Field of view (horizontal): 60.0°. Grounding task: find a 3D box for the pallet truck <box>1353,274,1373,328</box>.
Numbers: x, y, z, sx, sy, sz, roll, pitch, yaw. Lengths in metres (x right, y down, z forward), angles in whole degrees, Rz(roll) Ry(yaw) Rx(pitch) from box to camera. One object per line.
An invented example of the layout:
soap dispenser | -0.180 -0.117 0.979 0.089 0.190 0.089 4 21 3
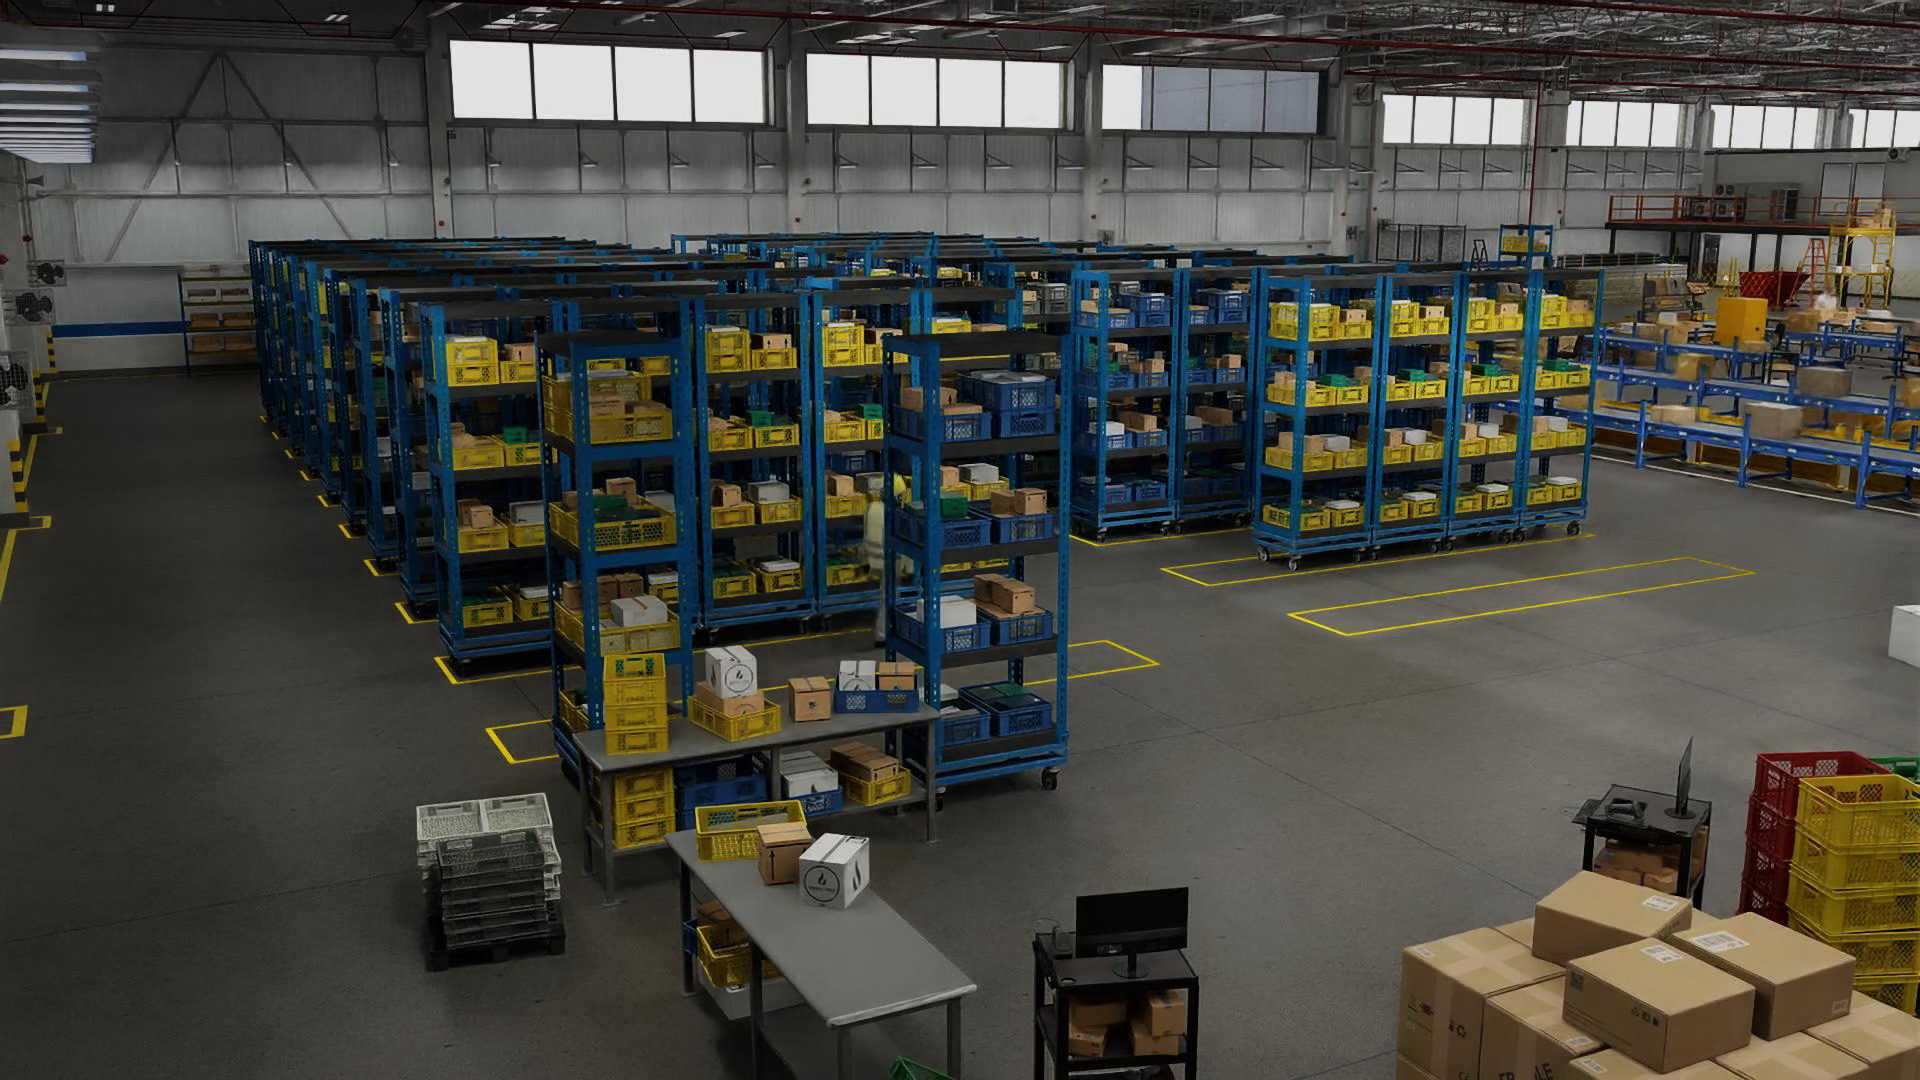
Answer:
pallet truck | 13.011 -8.050 55.243 0.823 1.965 1.885 -7 14 -28

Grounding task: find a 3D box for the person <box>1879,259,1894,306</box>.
person | 36.167 -10.025 64.841 0.506 1.844 0.349 -8 14 -33

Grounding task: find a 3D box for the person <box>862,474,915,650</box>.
person | -0.677 0.220 16.998 0.606 1.806 0.621 -10 16 -40

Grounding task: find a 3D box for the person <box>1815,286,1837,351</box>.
person | 24.739 -6.316 47.484 0.707 1.844 0.974 -4 13 -20
